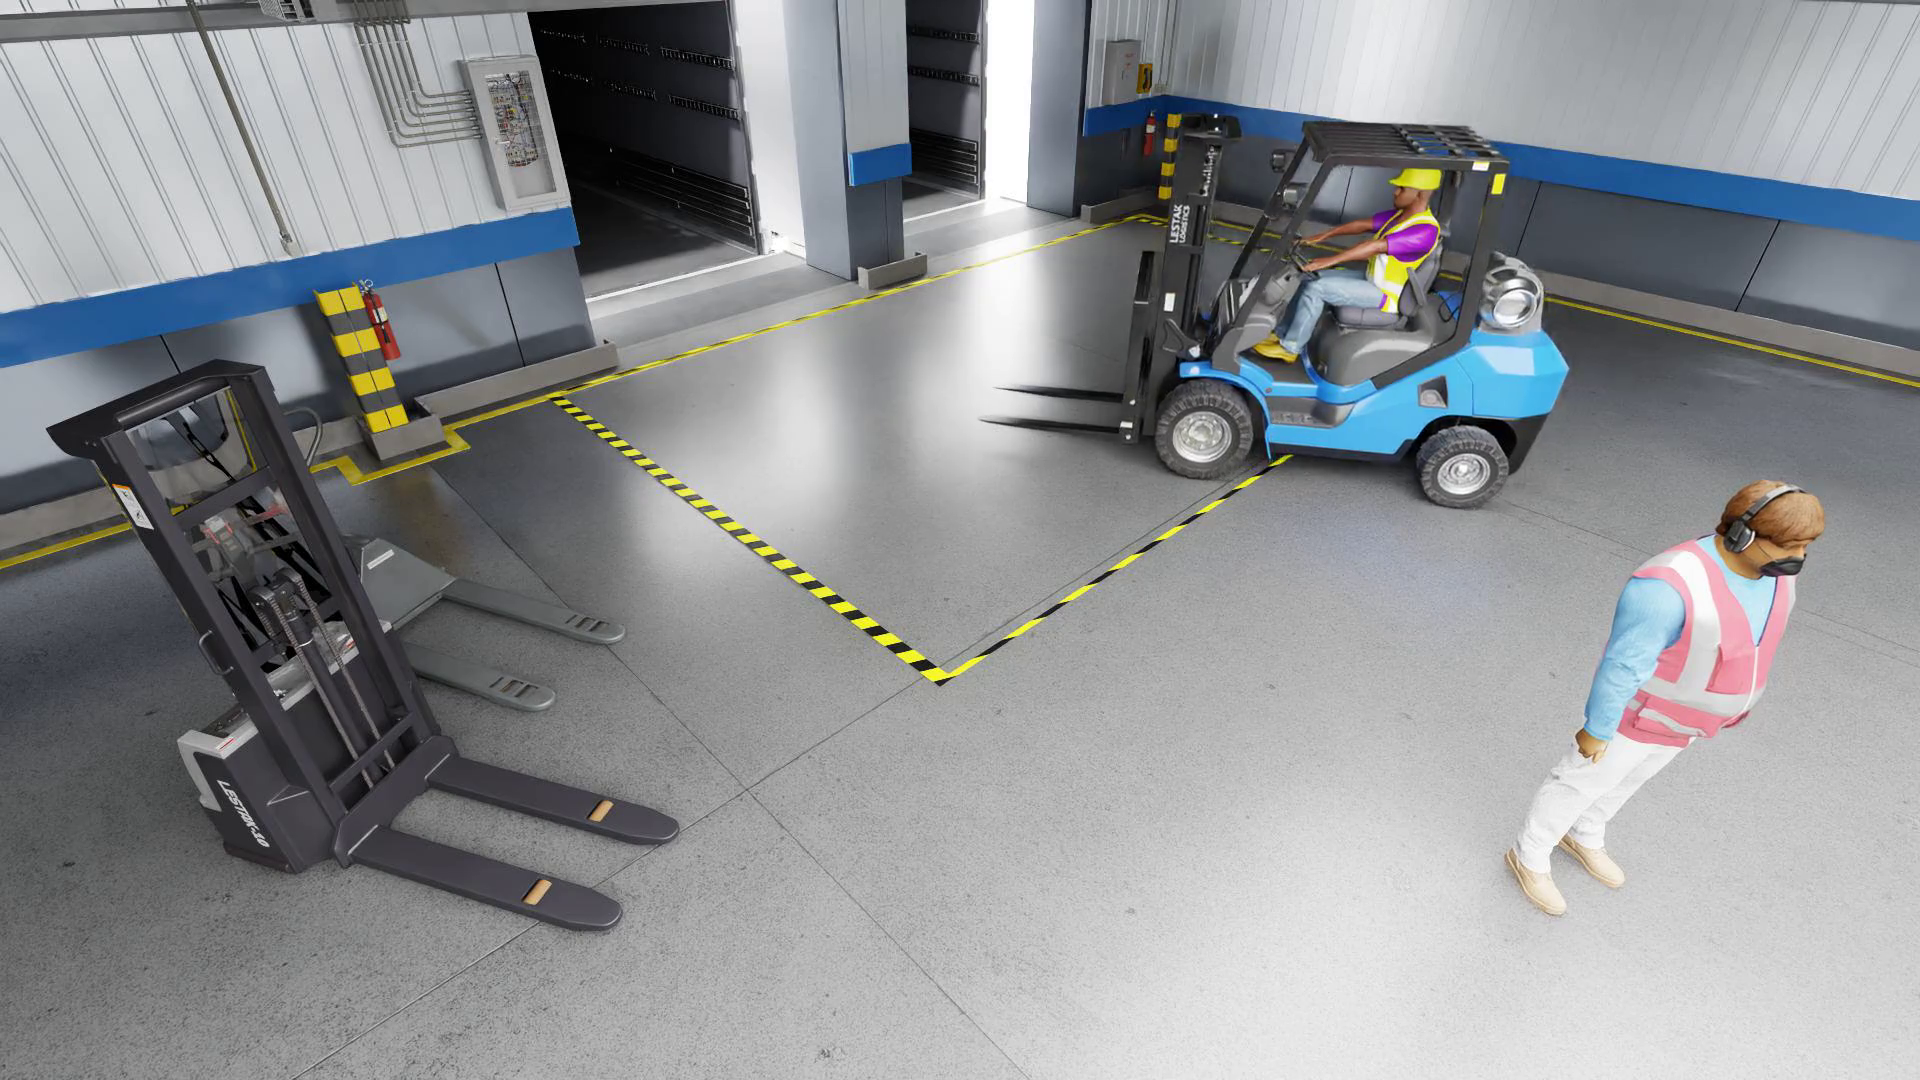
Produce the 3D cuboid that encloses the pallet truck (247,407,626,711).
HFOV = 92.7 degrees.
[{"bbox_3d":[-2.628,0.038,4.590,1.601,1.201,0.680,12,36,18],"label":"pallet truck"}]

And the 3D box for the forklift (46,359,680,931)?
[{"bbox_3d":[-2.135,0.422,3.354,1.885,1.965,0.823,10,35,14],"label":"forklift"}]

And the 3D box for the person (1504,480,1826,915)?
[{"bbox_3d":[2.456,0.598,3.231,0.632,1.841,0.429,-12,36,-17],"label":"person"}]

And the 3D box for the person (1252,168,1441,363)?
[{"bbox_3d":[2.478,-1.797,5.968,1.004,1.294,0.635,7,35,10],"label":"person"}]

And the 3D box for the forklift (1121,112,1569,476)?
[{"bbox_3d":[2.534,-1.631,6.057,2.680,2.036,1.157,7,35,10],"label":"forklift"}]
